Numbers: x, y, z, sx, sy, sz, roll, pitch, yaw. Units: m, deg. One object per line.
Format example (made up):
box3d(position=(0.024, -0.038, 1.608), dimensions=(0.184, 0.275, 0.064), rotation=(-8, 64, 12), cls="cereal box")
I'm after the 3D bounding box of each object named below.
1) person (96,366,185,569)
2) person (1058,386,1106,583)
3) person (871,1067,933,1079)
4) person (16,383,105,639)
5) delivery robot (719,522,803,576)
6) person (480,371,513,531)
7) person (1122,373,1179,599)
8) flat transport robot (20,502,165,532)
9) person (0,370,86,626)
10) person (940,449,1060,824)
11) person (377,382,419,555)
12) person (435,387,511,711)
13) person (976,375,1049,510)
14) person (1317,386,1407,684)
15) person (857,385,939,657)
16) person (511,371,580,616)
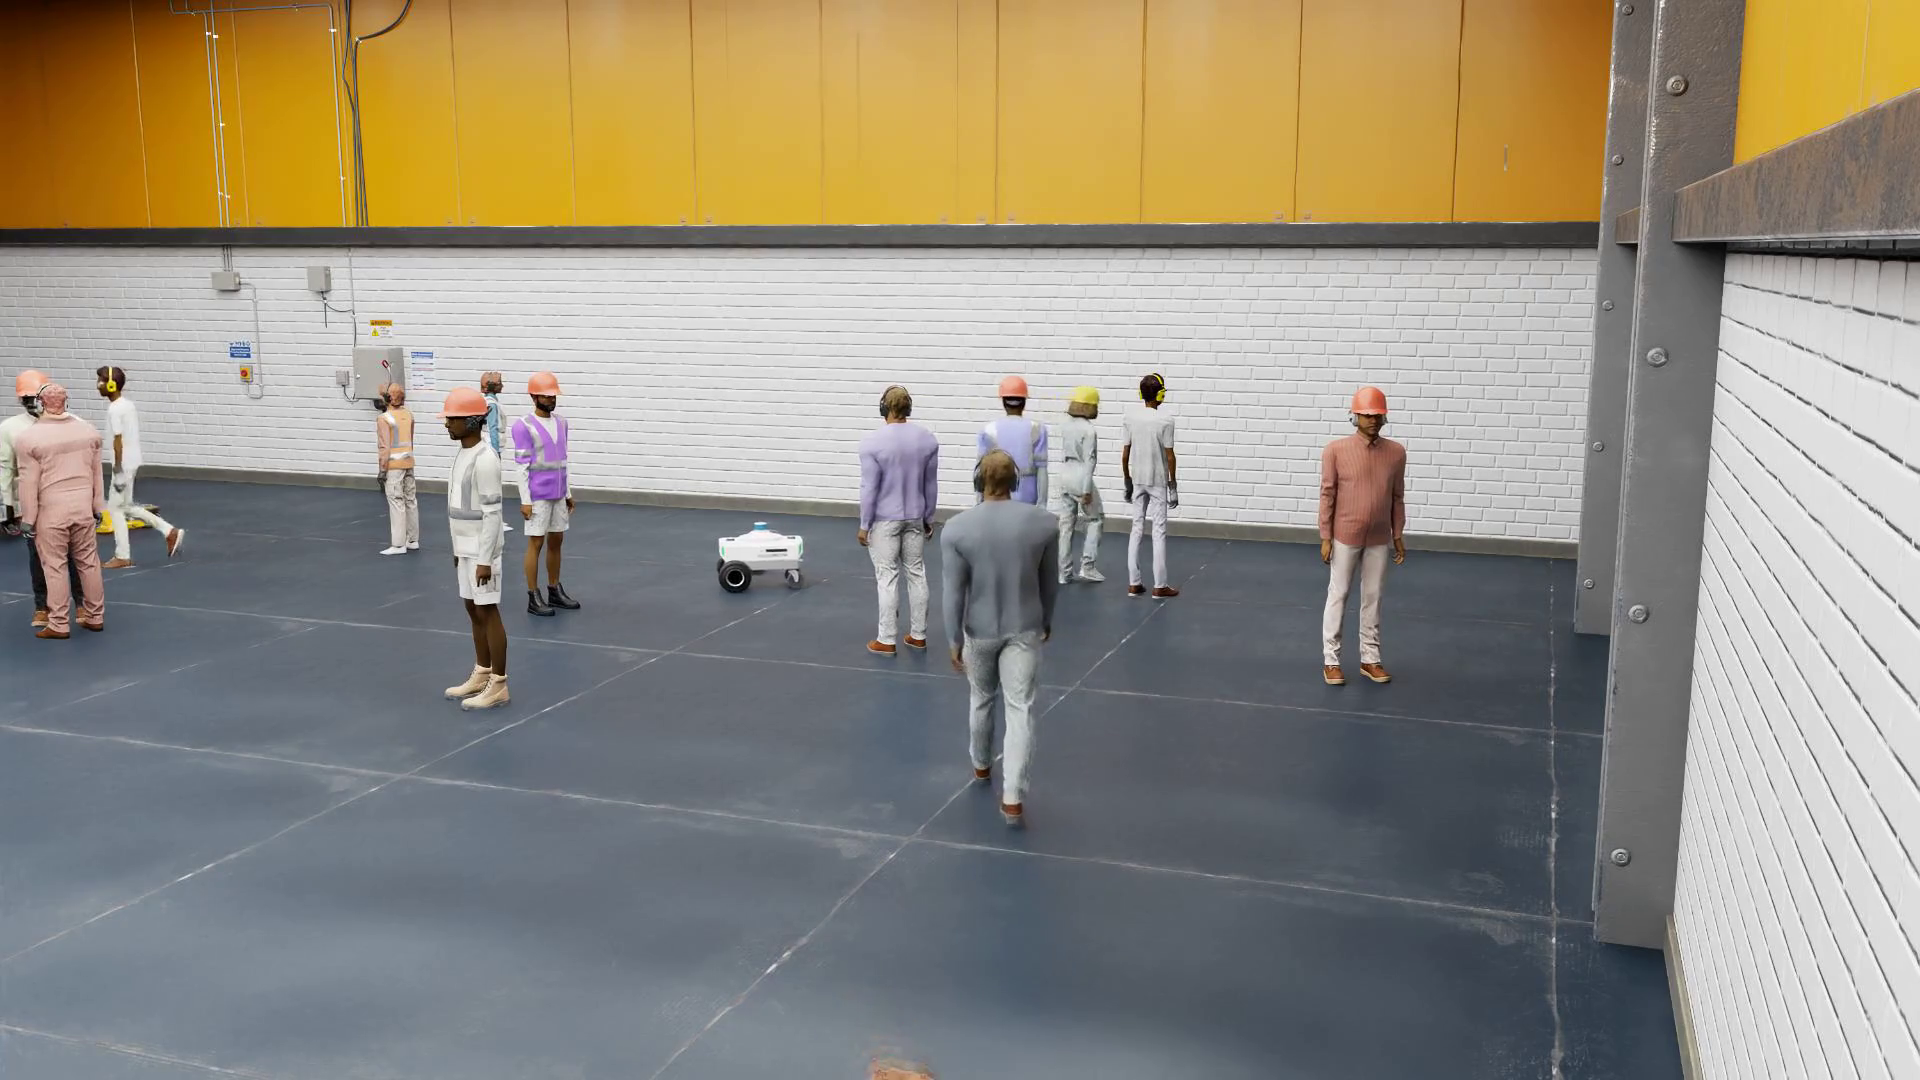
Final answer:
box3d(position=(-7.510, -0.657, 15.080), dimensions=(0.651, 1.854, 0.521), rotation=(-3, 10, -14), cls="person")
box3d(position=(1.059, -0.478, 14.423), dimensions=(0.538, 1.716, 0.481), rotation=(-7, 13, -36), cls="person")
box3d(position=(-0.071, 1.656, 2.683), dimensions=(0.525, 1.606, 0.719), rotation=(-2, 10, -14), cls="person")
box3d(position=(-6.714, -0.219, 12.416), dimensions=(0.409, 1.913, 0.649), rotation=(5, 11, 28), cls="person")
box3d(position=(-1.698, 0.093, 14.216), dimensions=(0.707, 0.478, 0.477), rotation=(-2, 10, -9), cls="delivery robot")
box3d(position=(-4.798, -0.911, 17.076), dimensions=(0.315, 1.641, 0.514), rotation=(-4, 11, -21), cls="person")
box3d(position=(1.586, -0.450, 13.829), dimensions=(0.521, 1.874, 0.327), rotation=(7, 12, 34), cls="person")
box3d(position=(-9.047, -0.265, 17.293), dimensions=(1.431, 0.197, 0.652), rotation=(5, 11, 26), cls="flat transport robot")
box3d(position=(-7.017, -0.317, 12.770), dimensions=(0.637, 1.981, 0.430), rotation=(-4, 11, -22), cls="person")
box3d(position=(0.208, 0.464, 8.670), dimensions=(0.627, 1.884, 1.043), rotation=(0, 10, -3), cls="person")
box3d(position=(-5.332, -0.677, 15.761), dimensions=(0.307, 1.641, 0.514), rotation=(2, 10, 13), cls="person")
box3d(position=(-3.080, 0.052, 10.520), dimensions=(0.372, 2.044, 0.608), rotation=(-7, 12, -33), cls="person")
box3d(position=(0.409, -0.345, 13.138), dimensions=(0.570, 1.899, 0.880), rotation=(0, 10, 1), cls="person")
box3d(position=(2.688, -0.029, 11.110), dimensions=(0.609, 1.995, 0.378), rotation=(-2, 10, -11), cls="person")
box3d(position=(-0.447, -0.135, 11.868), dimensions=(0.638, 1.938, 0.357), rotation=(-6, 12, -32), cls="person")
box3d(position=(-3.273, -0.373, 13.208), dimensions=(0.356, 1.937, 0.552), rotation=(6, 12, 29), cls="person")
